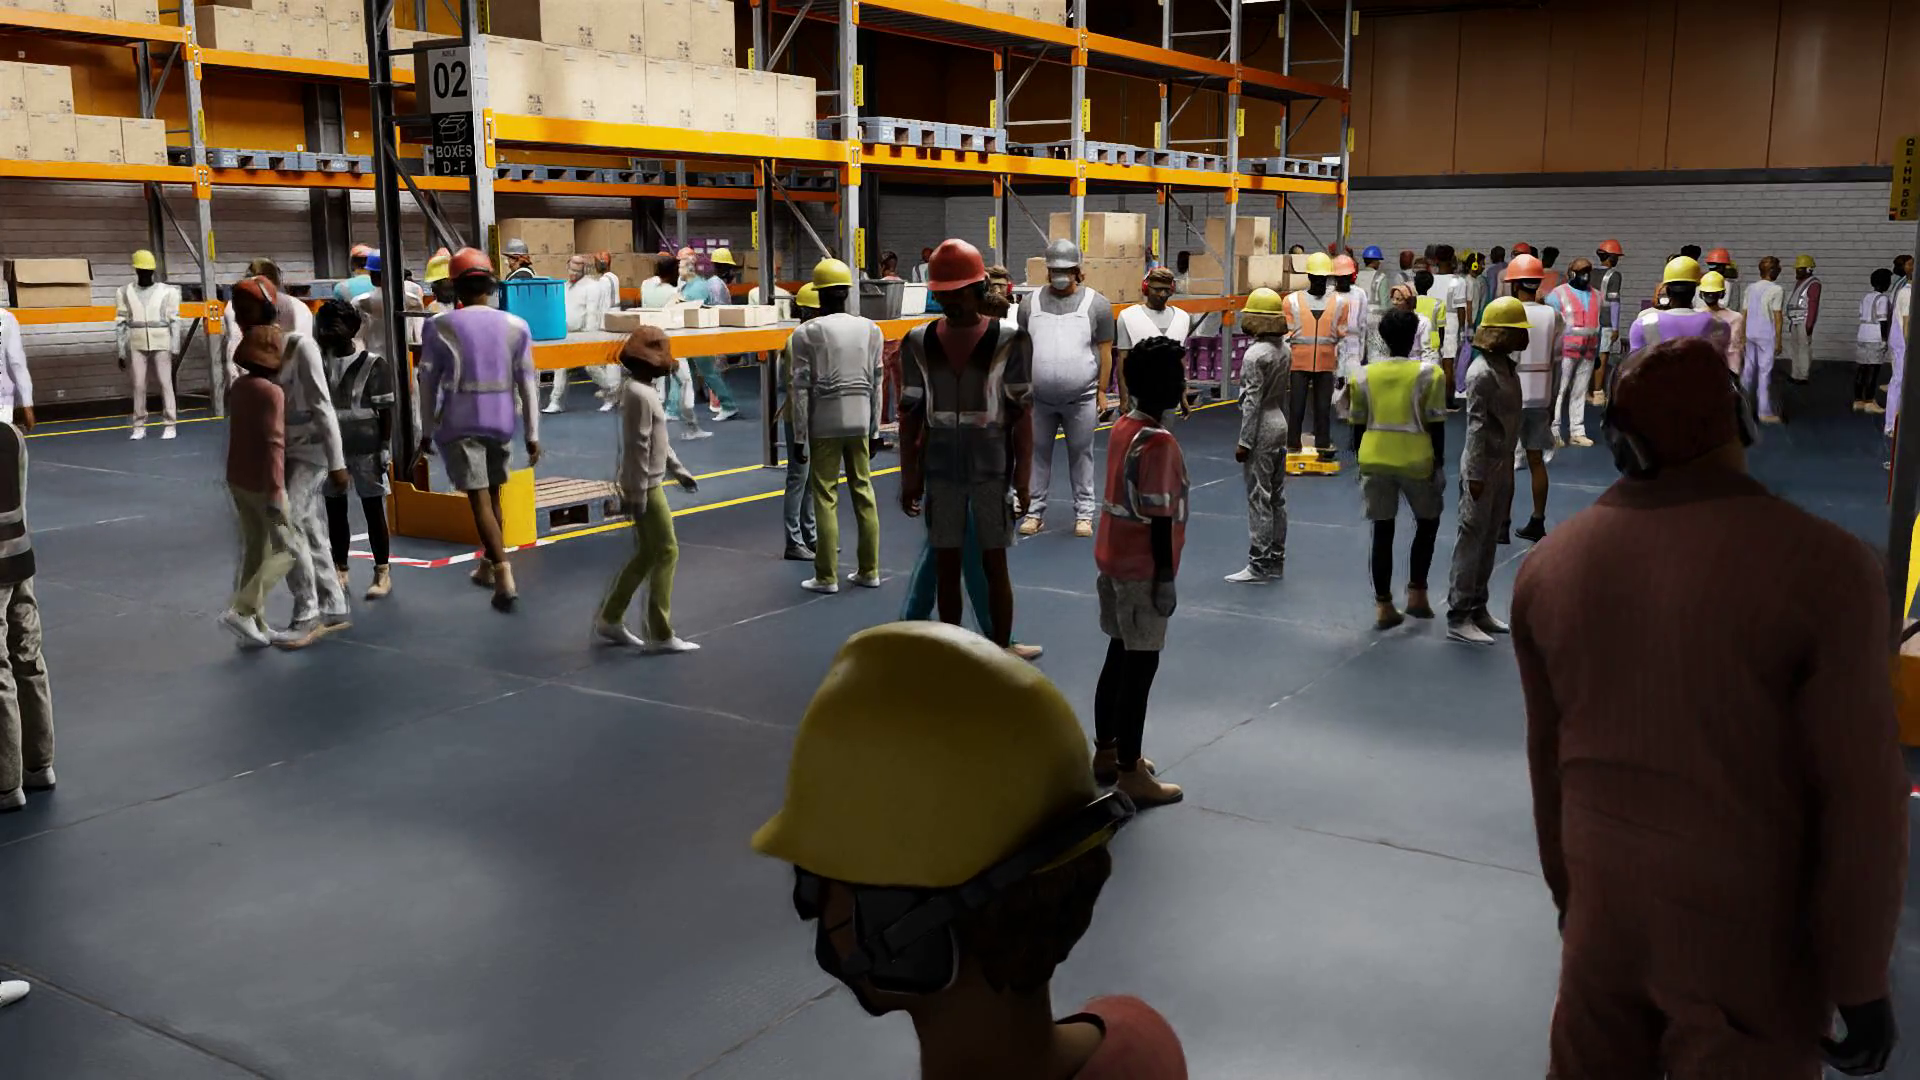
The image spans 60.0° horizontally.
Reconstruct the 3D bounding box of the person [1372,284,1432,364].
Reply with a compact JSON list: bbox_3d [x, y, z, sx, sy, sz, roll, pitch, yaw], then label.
[{"bbox_3d":[3.881,-1.425,14.648,0.515,1.636,0.315,6,12,30],"label":"person"}]

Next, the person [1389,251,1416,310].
[{"bbox_3d":[6.581,-3.375,24.835,0.596,1.849,0.845,-7,12,-32],"label":"person"}]

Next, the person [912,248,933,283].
[{"bbox_3d":[-0.569,-4.297,29.876,0.575,1.883,0.362,1,10,4],"label":"person"}]

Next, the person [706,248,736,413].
[{"bbox_3d":[-2.800,-2.449,19.520,0.373,1.923,0.596,-2,10,-11],"label":"person"}]

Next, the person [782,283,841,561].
[{"bbox_3d":[-0.944,-0.747,10.563,0.339,1.761,0.524,3,11,15],"label":"person"}]

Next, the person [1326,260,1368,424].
[{"bbox_3d":[4.137,-2.143,18.150,0.571,1.818,0.737,10,14,43],"label":"person"}]

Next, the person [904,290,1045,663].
[{"bbox_3d":[0.060,-0.294,7.969,0.928,1.782,0.565,5,11,26],"label":"person"}]

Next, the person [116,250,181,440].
[{"bbox_3d":[-8.232,-1.974,16.900,0.598,1.923,0.386,-3,11,-16],"label":"person"}]

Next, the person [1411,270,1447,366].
[{"bbox_3d":[5.022,-2.088,18.141,0.540,1.700,0.316,2,10,12],"label":"person"}]

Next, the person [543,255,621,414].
[{"bbox_3d":[-4.437,-2.409,19.526,0.647,1.859,0.888,6,12,29],"label":"person"}]

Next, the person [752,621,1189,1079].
[{"bbox_3d":[0.001,0.929,1.273,0.340,1.760,0.527,6,12,31],"label":"person"}]

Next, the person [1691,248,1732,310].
[{"bbox_3d":[8.582,-2.353,18.993,0.382,1.930,0.548,-3,11,-18],"label":"person"}]

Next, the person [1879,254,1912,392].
[{"bbox_3d":[12.616,-2.902,22.308,0.429,1.830,0.635,3,11,17],"label":"person"}]

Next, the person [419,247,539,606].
[{"bbox_3d":[-2.671,-0.630,9.341,0.594,2.000,1.026,-7,13,-36],"label":"person"}]

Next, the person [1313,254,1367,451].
[{"bbox_3d":[3.701,-1.839,16.234,0.542,1.896,0.961,-1,10,-6],"label":"person"}]

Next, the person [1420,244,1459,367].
[{"bbox_3d":[7.280,-3.545,25.272,0.996,2.000,0.675,7,12,33],"label":"person"}]

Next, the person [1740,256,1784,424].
[{"bbox_3d":[8.894,-2.215,18.444,0.351,1.846,0.506,-4,11,-23],"label":"person"}]

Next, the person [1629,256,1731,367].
[{"bbox_3d":[4.309,-0.744,10.091,0.609,1.920,0.399,1,10,6],"label":"person"}]

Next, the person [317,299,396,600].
[{"bbox_3d":[-3.452,-0.506,9.389,0.541,1.696,0.315,1,10,8],"label":"person"}]

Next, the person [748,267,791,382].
[{"bbox_3d":[-2.534,-2.795,22.060,0.559,1.701,0.918,-3,11,-16],"label":"person"}]

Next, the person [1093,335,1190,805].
[{"bbox_3d":[0.661,0.104,6.036,0.321,1.690,0.533,-2,10,-11],"label":"person"}]

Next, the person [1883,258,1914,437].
[{"bbox_3d":[9.751,-1.974,17.113,0.346,1.846,0.505,5,11,26],"label":"person"}]

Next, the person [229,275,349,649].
[{"bbox_3d":[-3.372,-0.390,8.333,0.604,1.846,0.656,7,12,32],"label":"person"}]

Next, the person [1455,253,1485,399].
[{"bbox_3d":[6.529,-2.736,21.303,0.332,1.861,0.509,2,10,12],"label":"person"}]

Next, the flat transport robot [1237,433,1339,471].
[{"bbox_3d":[2.943,-0.809,15.017,0.652,0.197,1.431,0,10,0],"label":"flat transport robot"}]

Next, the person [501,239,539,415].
[{"bbox_3d":[-5.164,-2.484,19.394,0.535,2.000,0.674,-1,10,-6],"label":"person"}]

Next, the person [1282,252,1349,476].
[{"bbox_3d":[3.034,-1.494,14.263,0.582,1.919,0.395,1,10,3],"label":"person"}]

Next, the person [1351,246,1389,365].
[{"bbox_3d":[5.392,-2.905,21.996,0.402,1.943,0.605,-10,14,-43],"label":"person"}]

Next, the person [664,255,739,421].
[{"bbox_3d":[-2.952,-2.241,18.561,0.971,1.866,0.654,-3,11,-18],"label":"person"}]

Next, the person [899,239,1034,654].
[{"bbox_3d":[0.016,-0.294,7.317,0.611,2.028,0.409,3,11,16],"label":"person"}]

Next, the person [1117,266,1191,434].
[{"bbox_3d":[1.365,-1.014,11.809,0.563,1.838,0.389,-4,11,-22],"label":"person"}]

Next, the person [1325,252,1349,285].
[{"bbox_3d":[6.086,-3.715,26.773,0.564,1.839,0.395,-6,12,-28],"label":"person"}]
